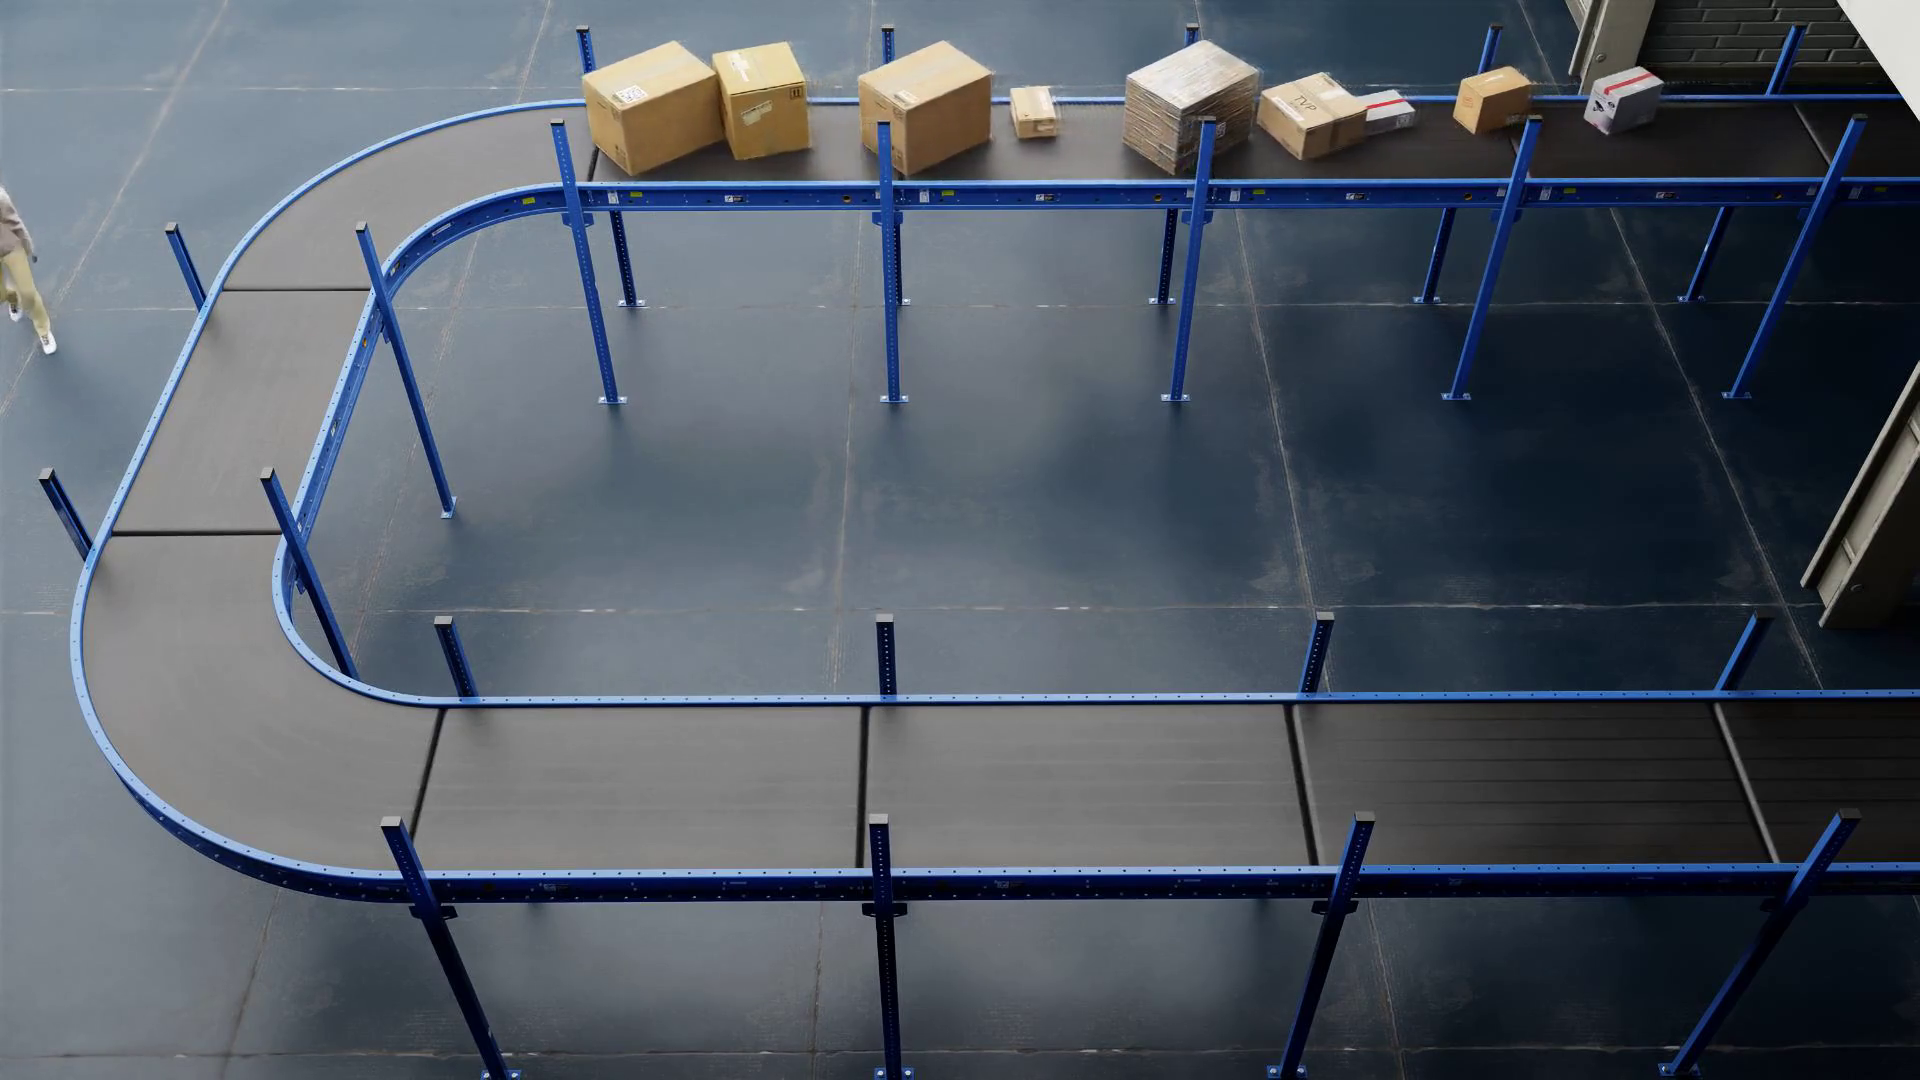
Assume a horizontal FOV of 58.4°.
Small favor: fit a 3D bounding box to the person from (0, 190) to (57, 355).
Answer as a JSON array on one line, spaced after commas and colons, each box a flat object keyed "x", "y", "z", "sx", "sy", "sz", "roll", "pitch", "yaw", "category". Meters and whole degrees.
[{"x": -6.781, "y": -2.046, "z": 12.086, "sx": 0.510, "sy": 1.610, "sz": 0.544, "roll": -18, "pitch": 49, "yaw": -16, "category": "person"}]
